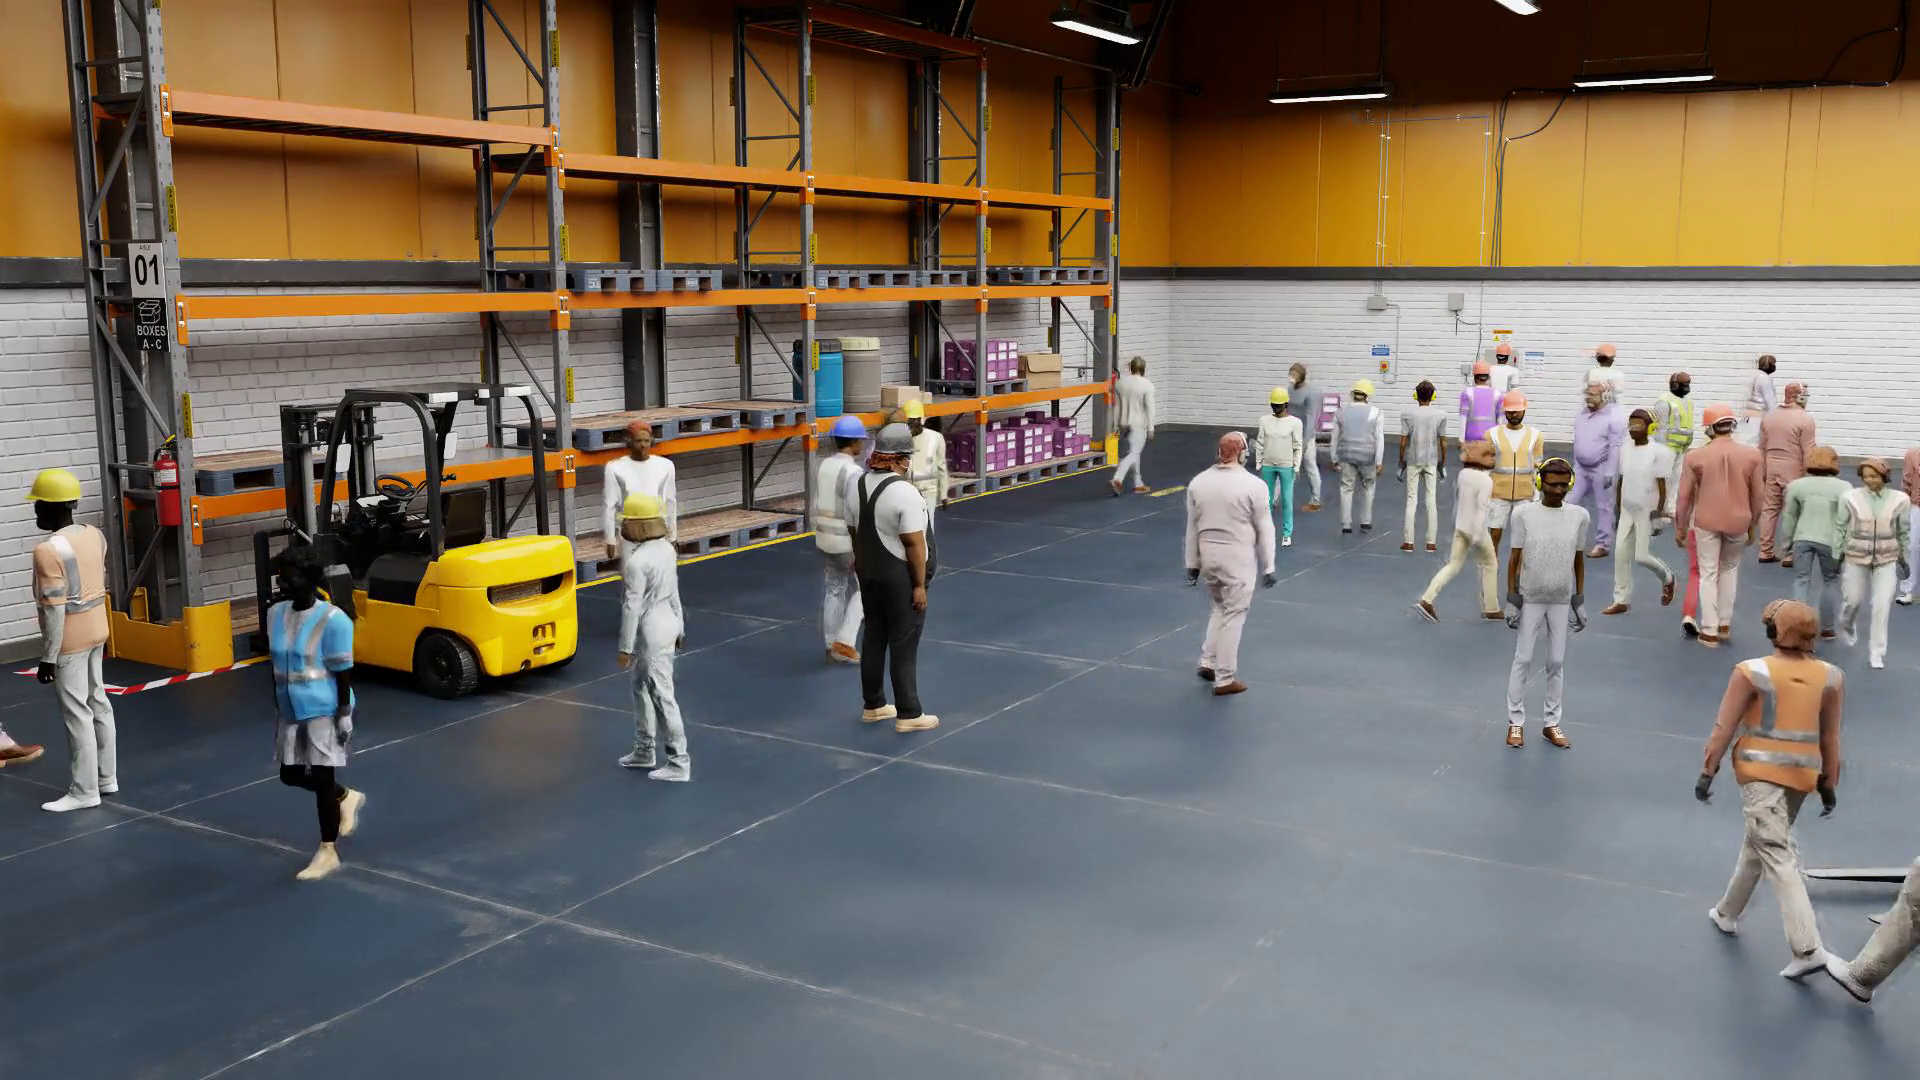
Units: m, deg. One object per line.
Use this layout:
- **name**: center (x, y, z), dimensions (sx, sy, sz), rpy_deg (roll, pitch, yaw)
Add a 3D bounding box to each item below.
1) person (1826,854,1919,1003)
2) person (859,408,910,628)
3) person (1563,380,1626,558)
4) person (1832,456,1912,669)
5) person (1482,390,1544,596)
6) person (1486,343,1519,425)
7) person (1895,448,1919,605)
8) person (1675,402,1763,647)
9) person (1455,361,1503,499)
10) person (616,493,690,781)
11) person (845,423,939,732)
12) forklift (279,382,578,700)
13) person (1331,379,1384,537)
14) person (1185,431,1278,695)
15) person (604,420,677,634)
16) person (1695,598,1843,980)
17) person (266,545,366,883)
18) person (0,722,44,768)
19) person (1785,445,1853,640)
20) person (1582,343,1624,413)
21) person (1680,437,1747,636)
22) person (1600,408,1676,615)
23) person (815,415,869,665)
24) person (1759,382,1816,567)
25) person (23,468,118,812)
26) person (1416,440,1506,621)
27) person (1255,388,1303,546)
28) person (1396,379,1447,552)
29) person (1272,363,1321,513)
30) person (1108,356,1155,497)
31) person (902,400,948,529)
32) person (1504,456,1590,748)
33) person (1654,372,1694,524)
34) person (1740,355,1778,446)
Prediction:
- **person**: center (3.921, 1.169, 6.555), dimensions (0.517, 1.599, 0.881), rpy_deg (-4, 10, -23)
- **person**: center (-0.637, -0.172, 13.985), dimensions (0.520, 1.900, 0.650), rpy_deg (2, 9, 12)
- **person**: center (6.641, -0.732, 17.521), dimensions (0.663, 1.884, 0.649), rpy_deg (-6, 11, -34)
- **person**: center (7.047, 0.143, 12.885), dimensions (0.546, 1.617, 0.638), rpy_deg (4, 10, 21)
- **person**: center (5.122, -0.426, 15.454), dimensions (0.553, 1.935, 0.362), rpy_deg (2, 9, 11)
- **person**: center (8.325, -2.059, 25.647), dimensions (0.547, 1.938, 0.377), rpy_deg (5, 10, 28)
- **person**: center (8.745, -0.251, 14.988), dimensions (0.546, 1.726, 0.846), rpy_deg (6, 11, 35)
- **person**: center (6.158, -0.141, 13.562), dimensions (0.642, 1.964, 0.691), rpy_deg (2, 9, 13)
- **person**: center (6.630, -1.339, 21.292), dimensions (0.574, 1.888, 0.962), rpy_deg (1, 9, 4)
- **person**: center (-1.892, 0.575, 9.870), dimensions (0.683, 1.715, 0.508), rpy_deg (2, 9, 14)
- **person**: center (-0.410, 0.234, 11.015), dimensions (0.538, 2.000, 0.684), rpy_deg (-8, 12, -41)
- **forklift**: center (-3.974, -0.067, 12.417), dimensions (2.313, 2.155, 1.214), rpy_deg (5, 11, 30)
- **person**: center (4.596, -0.950, 19.149), dimensions (0.631, 1.795, 0.756), rpy_deg (5, 10, 27)
- **person**: center (1.950, 0.168, 11.926), dimensions (0.496, 1.888, 0.646), rpy_deg (-9, 12, -43)
- **person**: center (-2.593, -0.059, 13.470), dimensions (0.586, 1.856, 0.873), rpy_deg (-3, 10, -18)
- **person**: center (3.576, 1.062, 7.252), dimensions (0.578, 1.594, 0.852), rpy_deg (-1, 9, -7)
- **person**: center (-3.212, 0.837, 8.379), dimensions (0.540, 1.685, 0.536), rpy_deg (4, 10, 23)
- **person**: center (-5.880, 0.462, 9.822), dimensions (0.849, 1.962, 0.664), rpy_deg (-4, 10, -26)
- **person**: center (7.004, 0.033, 13.553), dimensions (0.544, 1.609, 0.659), rpy_deg (9, 12, 43)
- **person**: center (9.070, -1.766, 23.524), dimensions (0.555, 2.033, 0.625), rpy_deg (-6, 11, -35)
- **person**: center (6.275, -0.066, 13.900), dimensions (0.547, 1.715, 0.859), rpy_deg (6, 11, 32)
- **person**: center (6.023, -0.251, 14.663), dimensions (0.660, 1.845, 0.539), rpy_deg (-5, 10, -28)
- **person**: center (-0.885, 0.011, 12.739), dimensions (0.427, 1.927, 0.637), rpy_deg (-7, 11, -36)
- **person**: center (8.538, -0.676, 17.119), dimensions (0.401, 1.904, 0.649), rpy_deg (-4, 10, -21)
- **person**: center (-4.996, 0.557, 9.345), dimensions (0.363, 1.930, 0.587), rpy_deg (0, 9, -2)
- **person**: center (4.370, -0.077, 14.330), dimensions (0.834, 1.592, 0.501), rpy_deg (-3, 9, -16)
- **person**: center (3.514, -0.807, 18.395), dimensions (0.523, 1.760, 0.327), rpy_deg (5, 10, 28)
- **person**: center (4.995, -0.798, 17.990), dimensions (0.532, 1.871, 0.321), rpy_deg (1, 9, 8)
- **person**: center (4.139, -1.247, 20.717), dimensions (0.992, 1.889, 0.660), rpy_deg (-5, 10, -26)
- **person**: center (2.304, -1.538, 22.532), dimensions (0.924, 1.910, 0.639), rpy_deg (-9, 13, -44)
- **person**: center (-0.456, -0.429, 15.874), dimensions (0.631, 1.804, 0.722), rpy_deg (2, 9, 11)
- **person**: center (3.720, 0.396, 10.559), dimensions (0.507, 1.865, 0.329), rpy_deg (0, 9, 3)
- **person**: center (8.623, -1.114, 20.098), dimensions (0.624, 1.835, 0.431), rpy_deg (-7, 11, -35)
- **person**: center (11.977, -1.837, 24.704), dimensions (0.964, 1.794, 0.643), rpy_deg (3, 10, 17)
